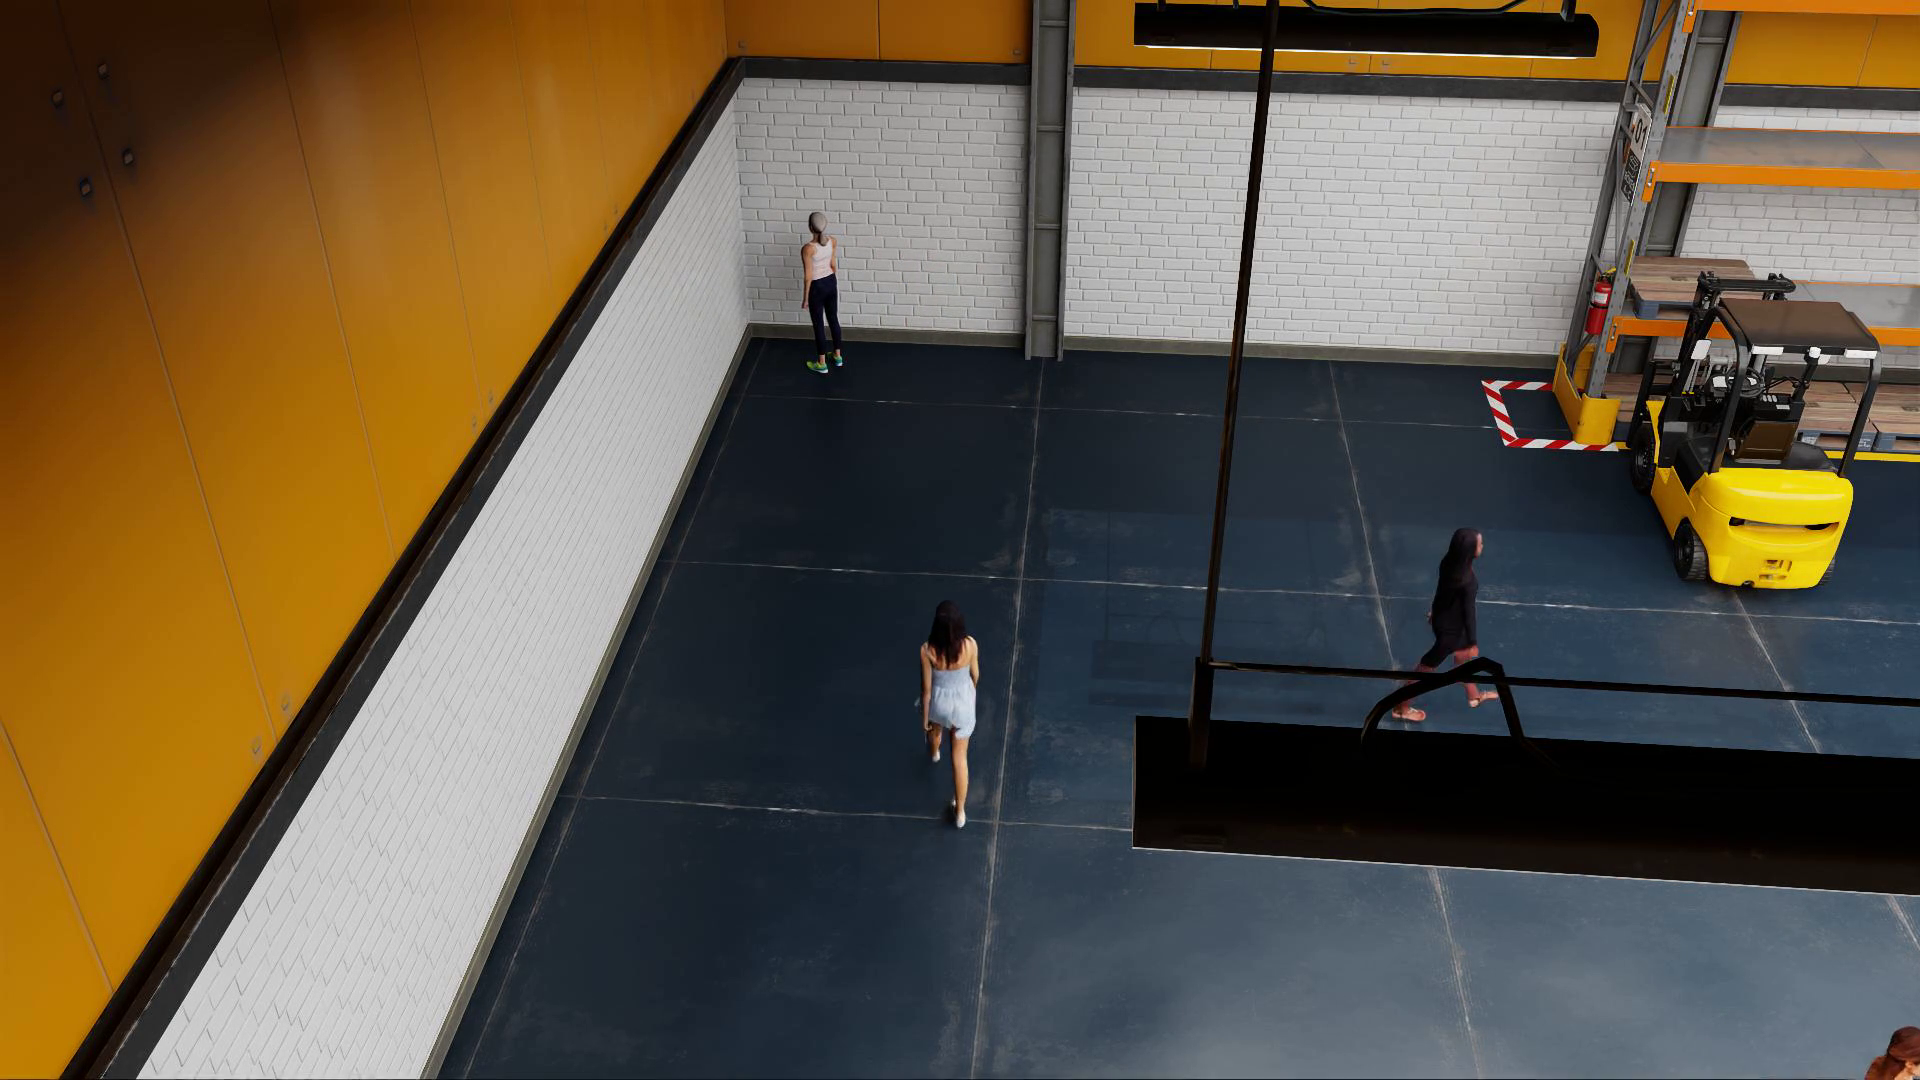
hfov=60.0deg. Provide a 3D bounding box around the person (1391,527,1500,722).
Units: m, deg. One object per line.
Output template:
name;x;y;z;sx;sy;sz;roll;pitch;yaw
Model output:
person;3.482;0.652;12.166;1.105;1.686;0.716;-1;34;-1

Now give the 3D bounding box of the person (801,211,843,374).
person;-1.405;-2.531;16.942;0.727;1.702;0.686;29;43;36

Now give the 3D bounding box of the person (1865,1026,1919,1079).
person;4.412;3.054;8.450;0.978;1.800;1.108;-28;43;-35

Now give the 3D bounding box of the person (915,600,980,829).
person;-0.043;1.207;11.335;1.138;1.683;0.864;-6;34;-9
